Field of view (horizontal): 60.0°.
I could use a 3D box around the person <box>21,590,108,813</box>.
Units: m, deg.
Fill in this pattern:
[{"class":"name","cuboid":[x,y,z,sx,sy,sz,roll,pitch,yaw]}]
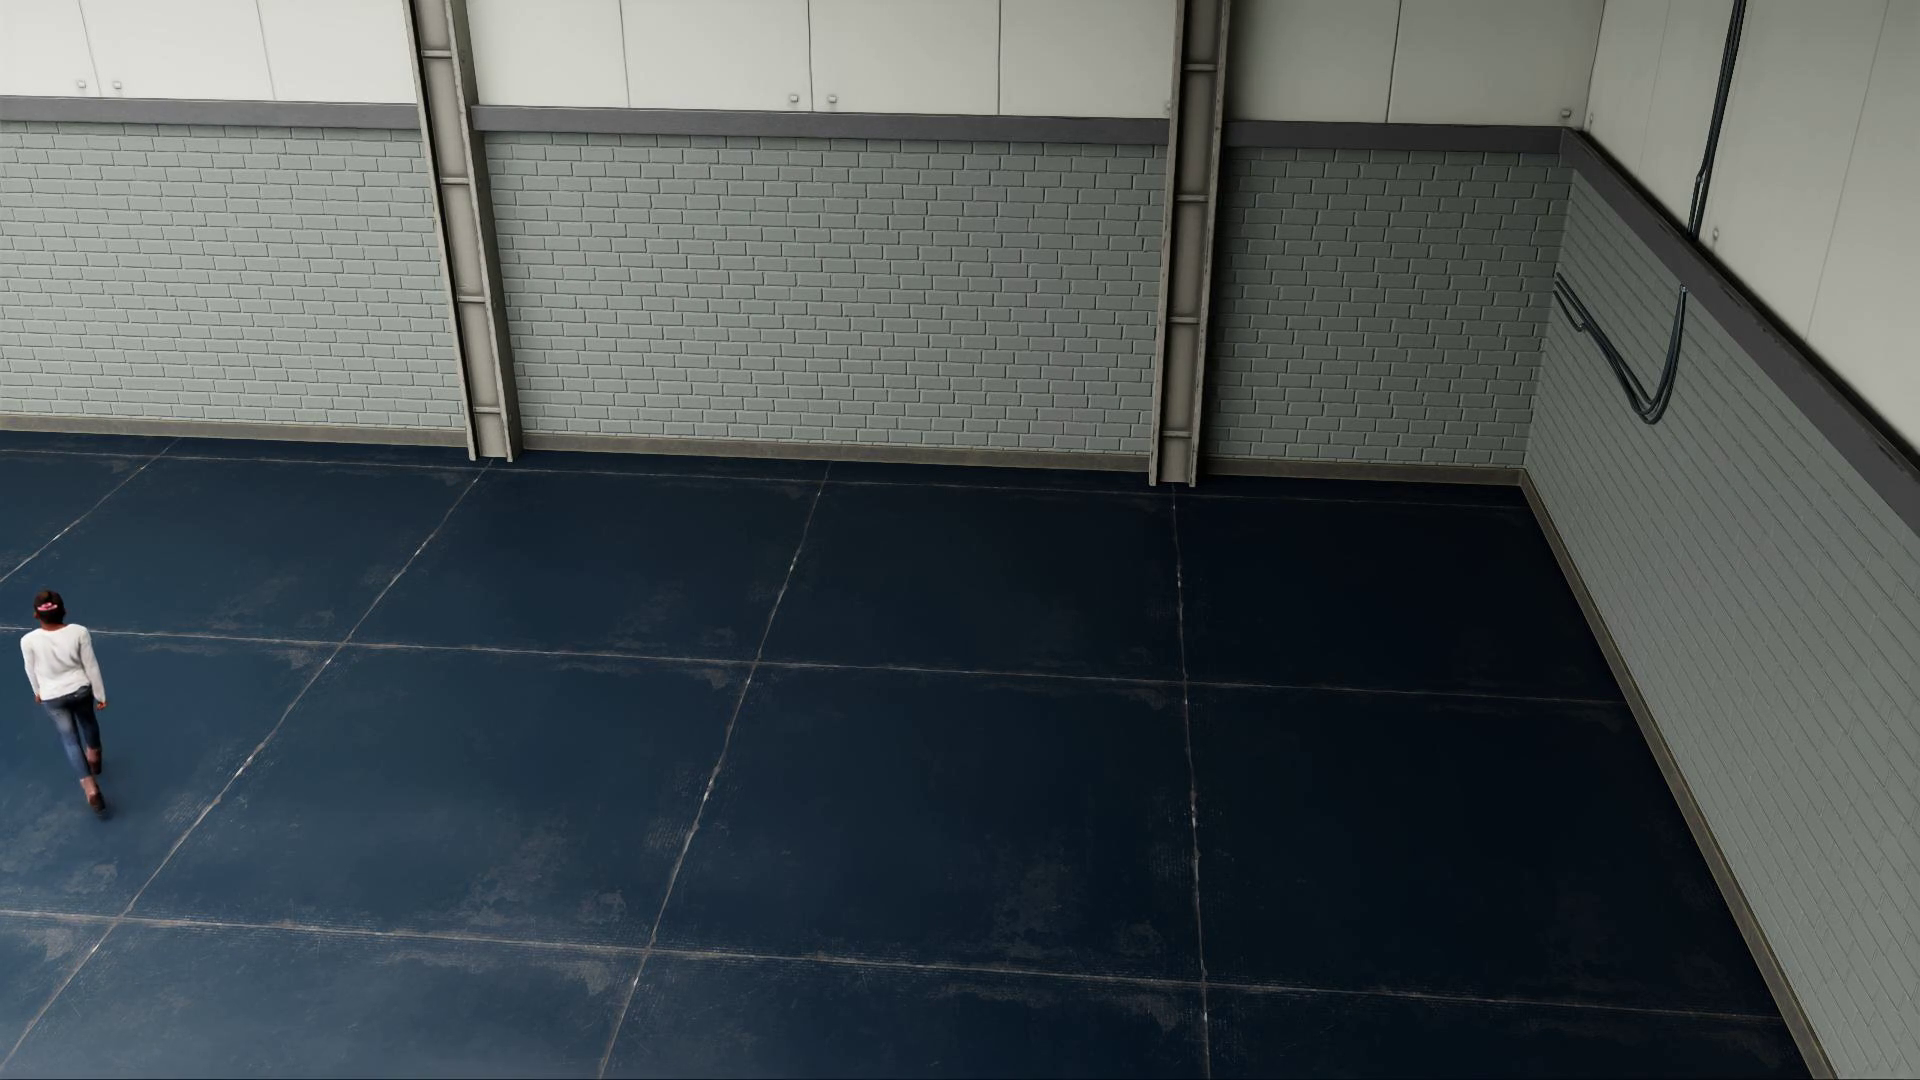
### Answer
[{"class":"person","cuboid":[-5.326,0.965,9.931,0.948,1.421,0.970,-18,32,-31]}]
